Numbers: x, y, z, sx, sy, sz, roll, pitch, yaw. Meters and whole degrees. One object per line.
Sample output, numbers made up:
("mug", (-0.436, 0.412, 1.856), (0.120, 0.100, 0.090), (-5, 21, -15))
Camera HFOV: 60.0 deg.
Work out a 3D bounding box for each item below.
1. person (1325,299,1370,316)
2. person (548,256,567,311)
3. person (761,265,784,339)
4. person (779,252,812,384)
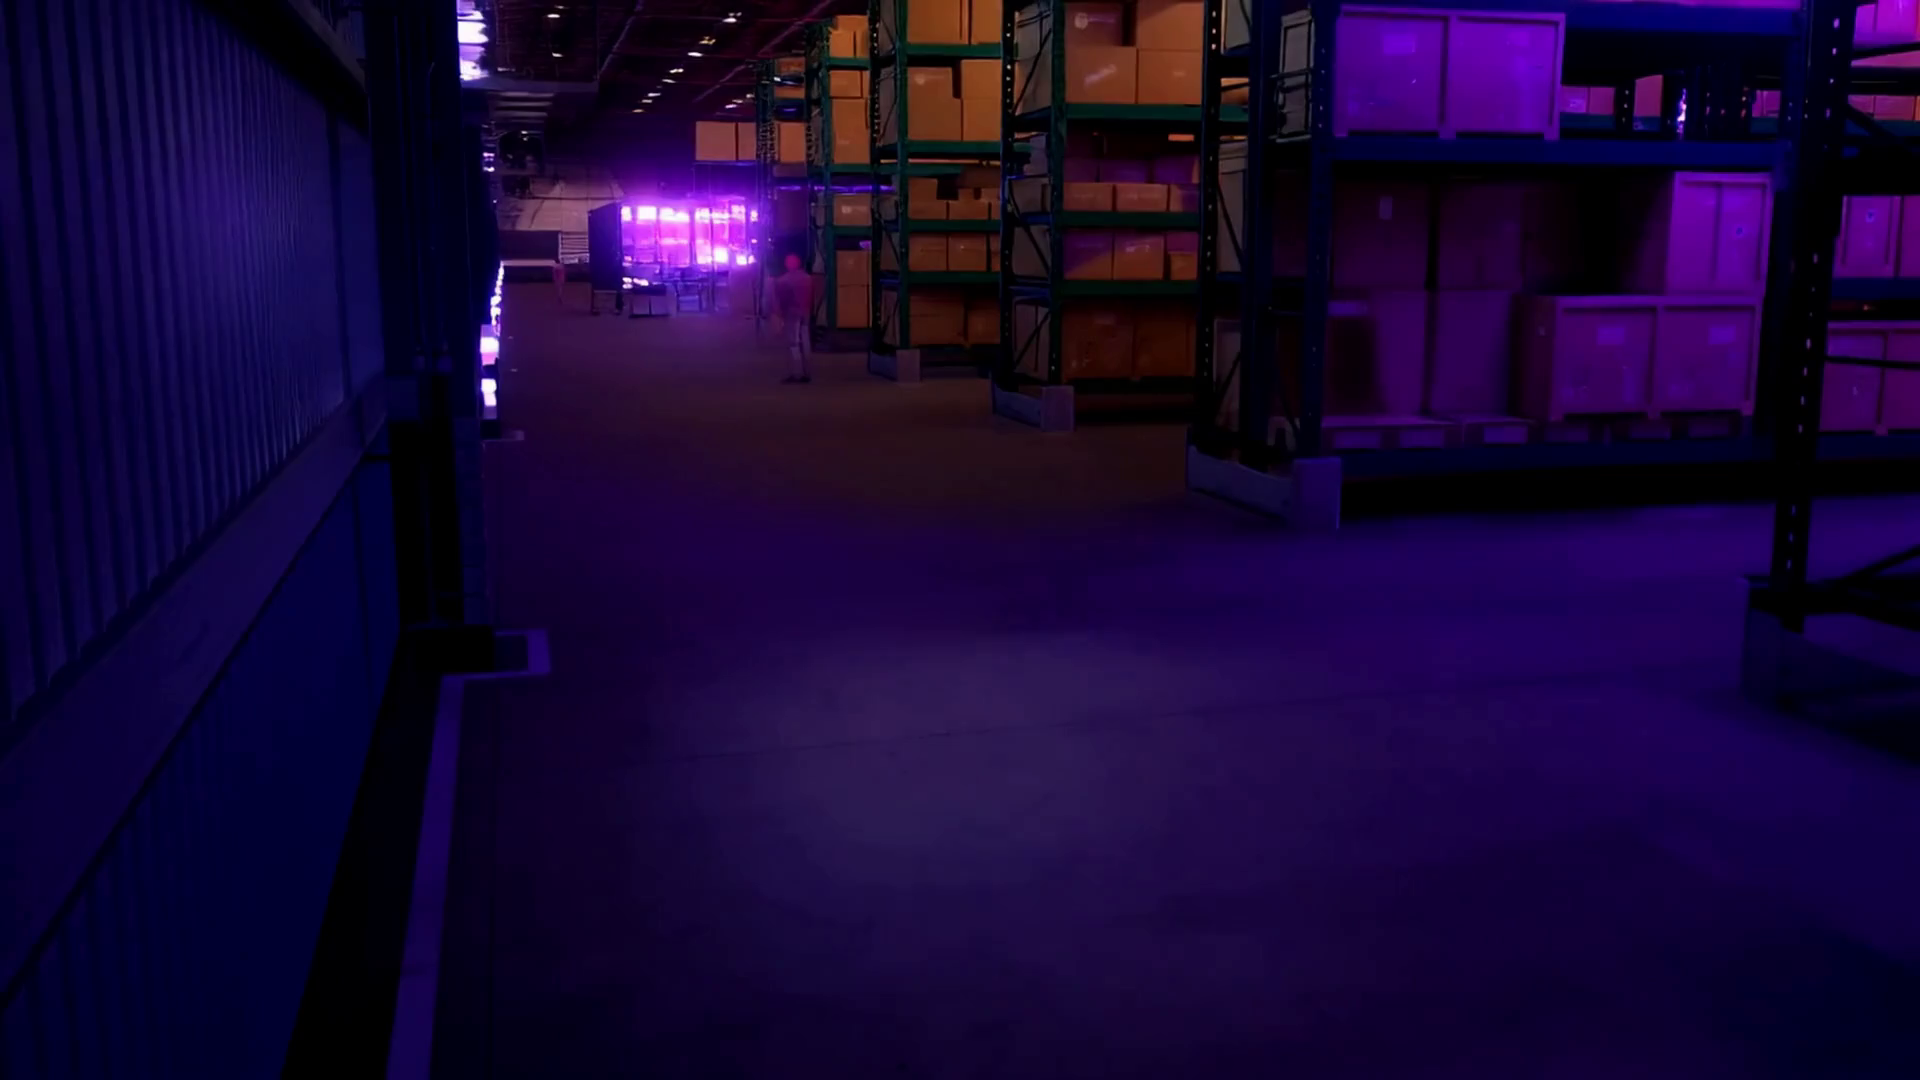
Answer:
("person", (3.602, -1.659, 15.613), (1.004, 1.887, 0.564), (-5, 11, -24))
("person", (-12.591, -8.011, 51.992), (0.568, 1.735, 0.379), (-3, 10, -15))
("person", (-4.074, -5.167, 36.224), (0.732, 1.615, 0.522), (5, 11, 28))
("person", (-2.447, -3.286, 24.646), (0.369, 1.938, 0.630), (8, 13, 37))
